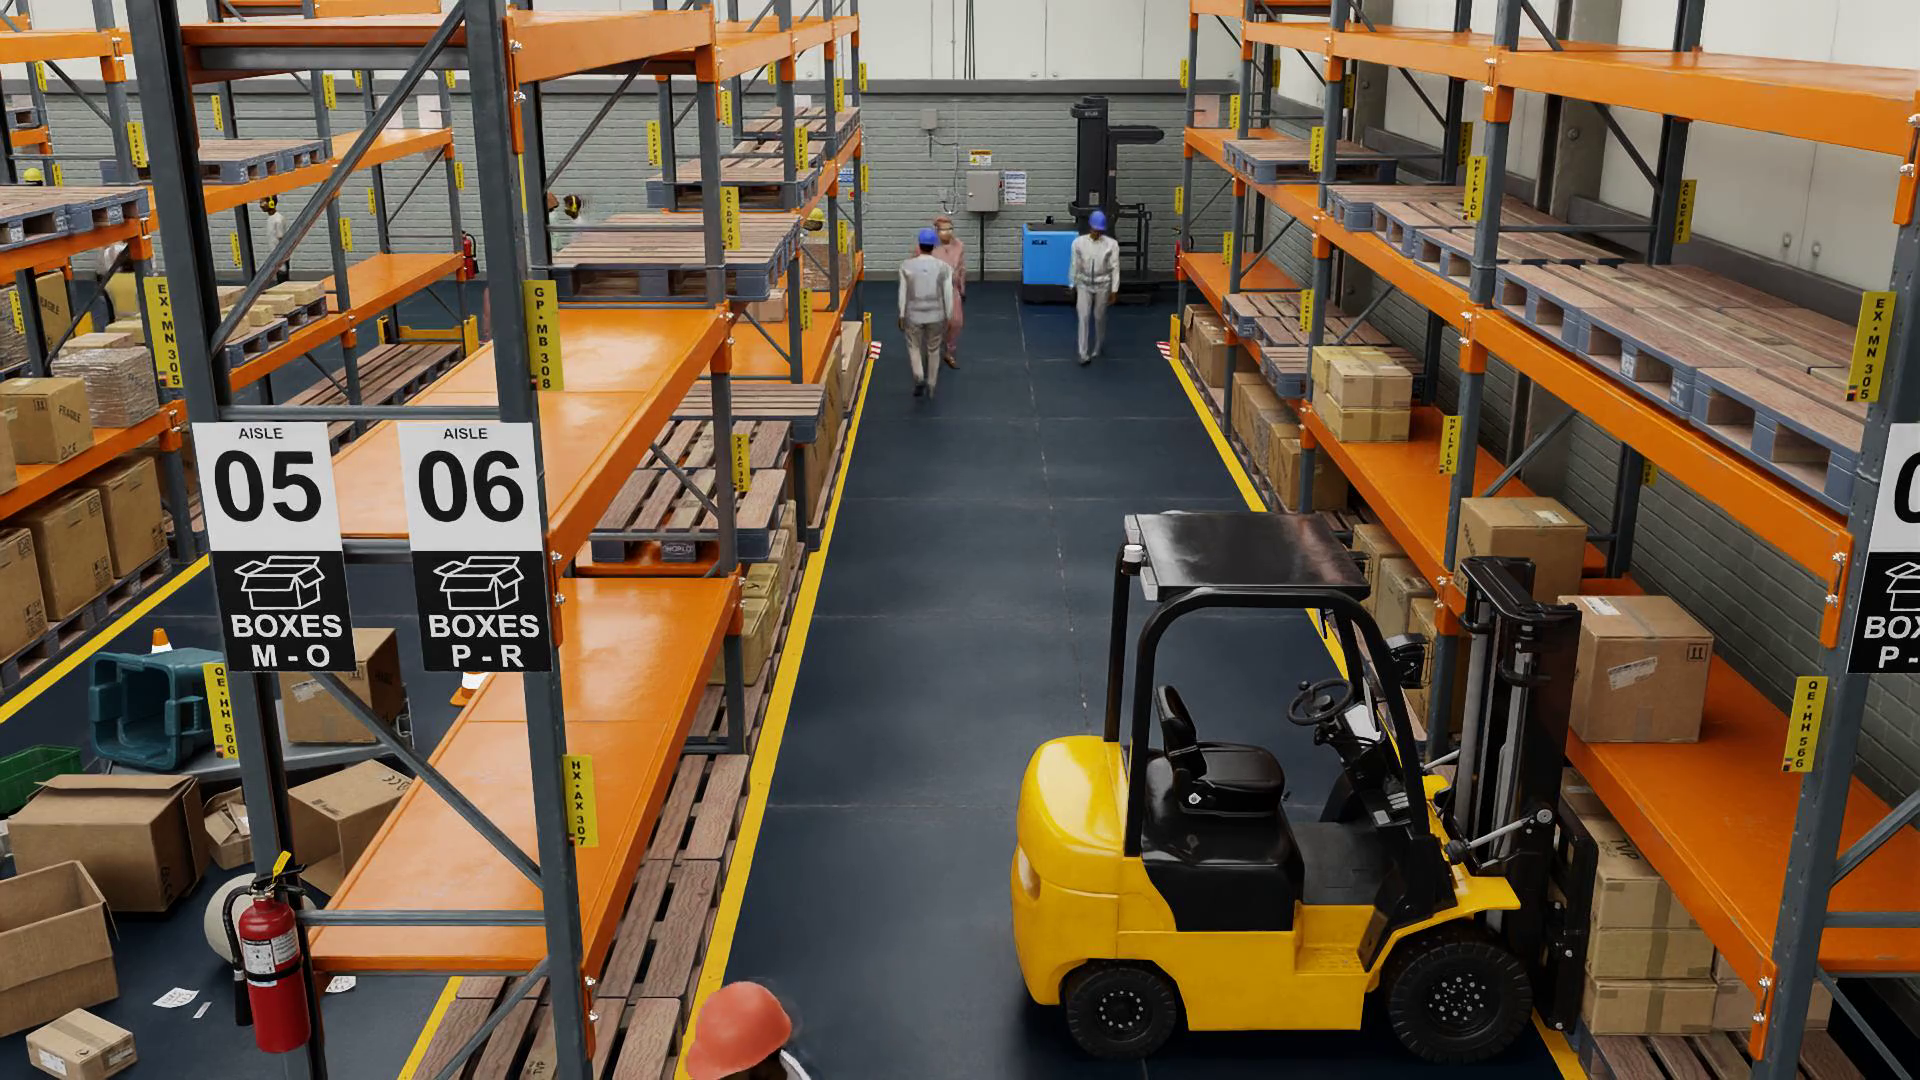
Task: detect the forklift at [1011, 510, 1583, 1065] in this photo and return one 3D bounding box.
[{"bbox_3d":[1.387,1.055,7.378,2.313,2.155,1.214,0,18,0],"label":"forklift"}]

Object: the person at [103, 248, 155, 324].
[{"bbox_3d":[-8.851,-2.240,17.922,0.638,1.823,0.709,2,18,6],"label":"person"}]

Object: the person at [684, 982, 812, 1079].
[{"bbox_3d":[-0.426,2.049,4.894,0.914,1.884,0.557,-13,22,-34],"label":"person"}]

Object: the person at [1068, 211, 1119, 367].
[{"bbox_3d":[1.638,-3.109,20.457,0.650,1.886,1.027,2,18,7],"label":"person"}]

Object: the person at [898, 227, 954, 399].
[{"bbox_3d":[-0.381,-2.525,18.612,0.634,1.928,0.435,-1,18,-4],"label":"person"}]

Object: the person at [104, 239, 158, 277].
[{"bbox_3d":[-9.720,-2.856,19.625,0.544,1.929,0.389,-7,20,-21],"label":"person"}]

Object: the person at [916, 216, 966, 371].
[{"bbox_3d":[-0.203,-2.955,19.997,0.714,1.880,0.534,-10,21,-28],"label":"person"}]

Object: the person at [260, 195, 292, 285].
[{"bbox_3d":[-9.243,-3.803,22.602,0.338,1.859,0.502,-13,22,-33],"label":"person"}]

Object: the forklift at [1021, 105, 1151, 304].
[{"bbox_3d":[1.857,-4.944,24.441,1.873,2.768,1.129,0,18,0],"label":"forklift"}]

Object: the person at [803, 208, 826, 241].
[{"bbox_3d":[-1.895,-3.477,21.808,0.320,1.731,0.490,-1,18,-4],"label":"person"}]
